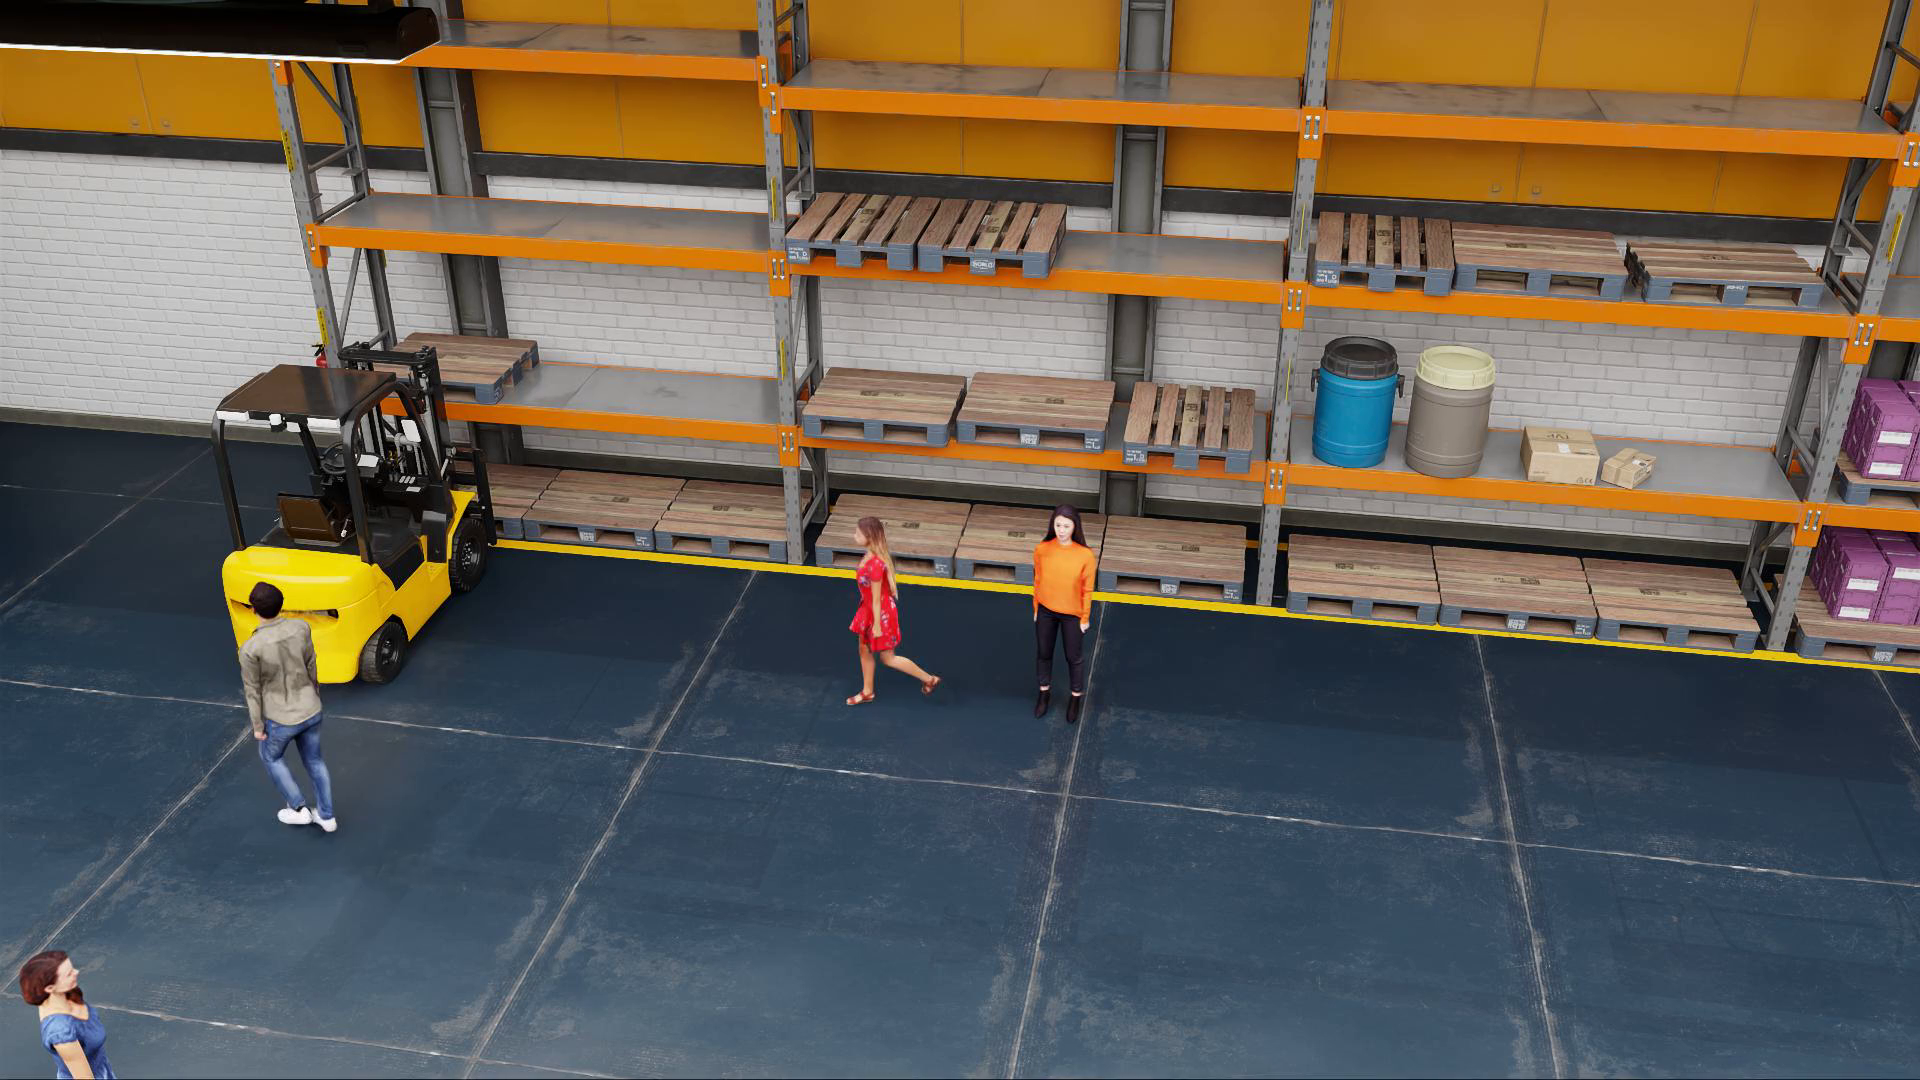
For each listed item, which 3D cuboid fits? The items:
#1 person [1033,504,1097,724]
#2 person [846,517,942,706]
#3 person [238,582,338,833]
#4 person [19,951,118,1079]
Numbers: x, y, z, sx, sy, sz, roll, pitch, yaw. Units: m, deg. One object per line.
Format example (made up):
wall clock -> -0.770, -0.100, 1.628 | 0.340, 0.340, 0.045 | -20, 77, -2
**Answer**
person -> 0.729, 0.513, 11.999 | 0.558, 1.748, 0.718 | 11, 30, 19
person -> -0.510, 0.548, 12.122 | 0.997, 1.569, 0.754 | -2, 29, -4
person -> -4.273, 1.143, 10.737 | 0.832, 1.850, 0.828 | 20, 34, 32
person -> -4.149, 2.676, 7.972 | 0.807, 1.806, 0.732 | -21, 35, -33
